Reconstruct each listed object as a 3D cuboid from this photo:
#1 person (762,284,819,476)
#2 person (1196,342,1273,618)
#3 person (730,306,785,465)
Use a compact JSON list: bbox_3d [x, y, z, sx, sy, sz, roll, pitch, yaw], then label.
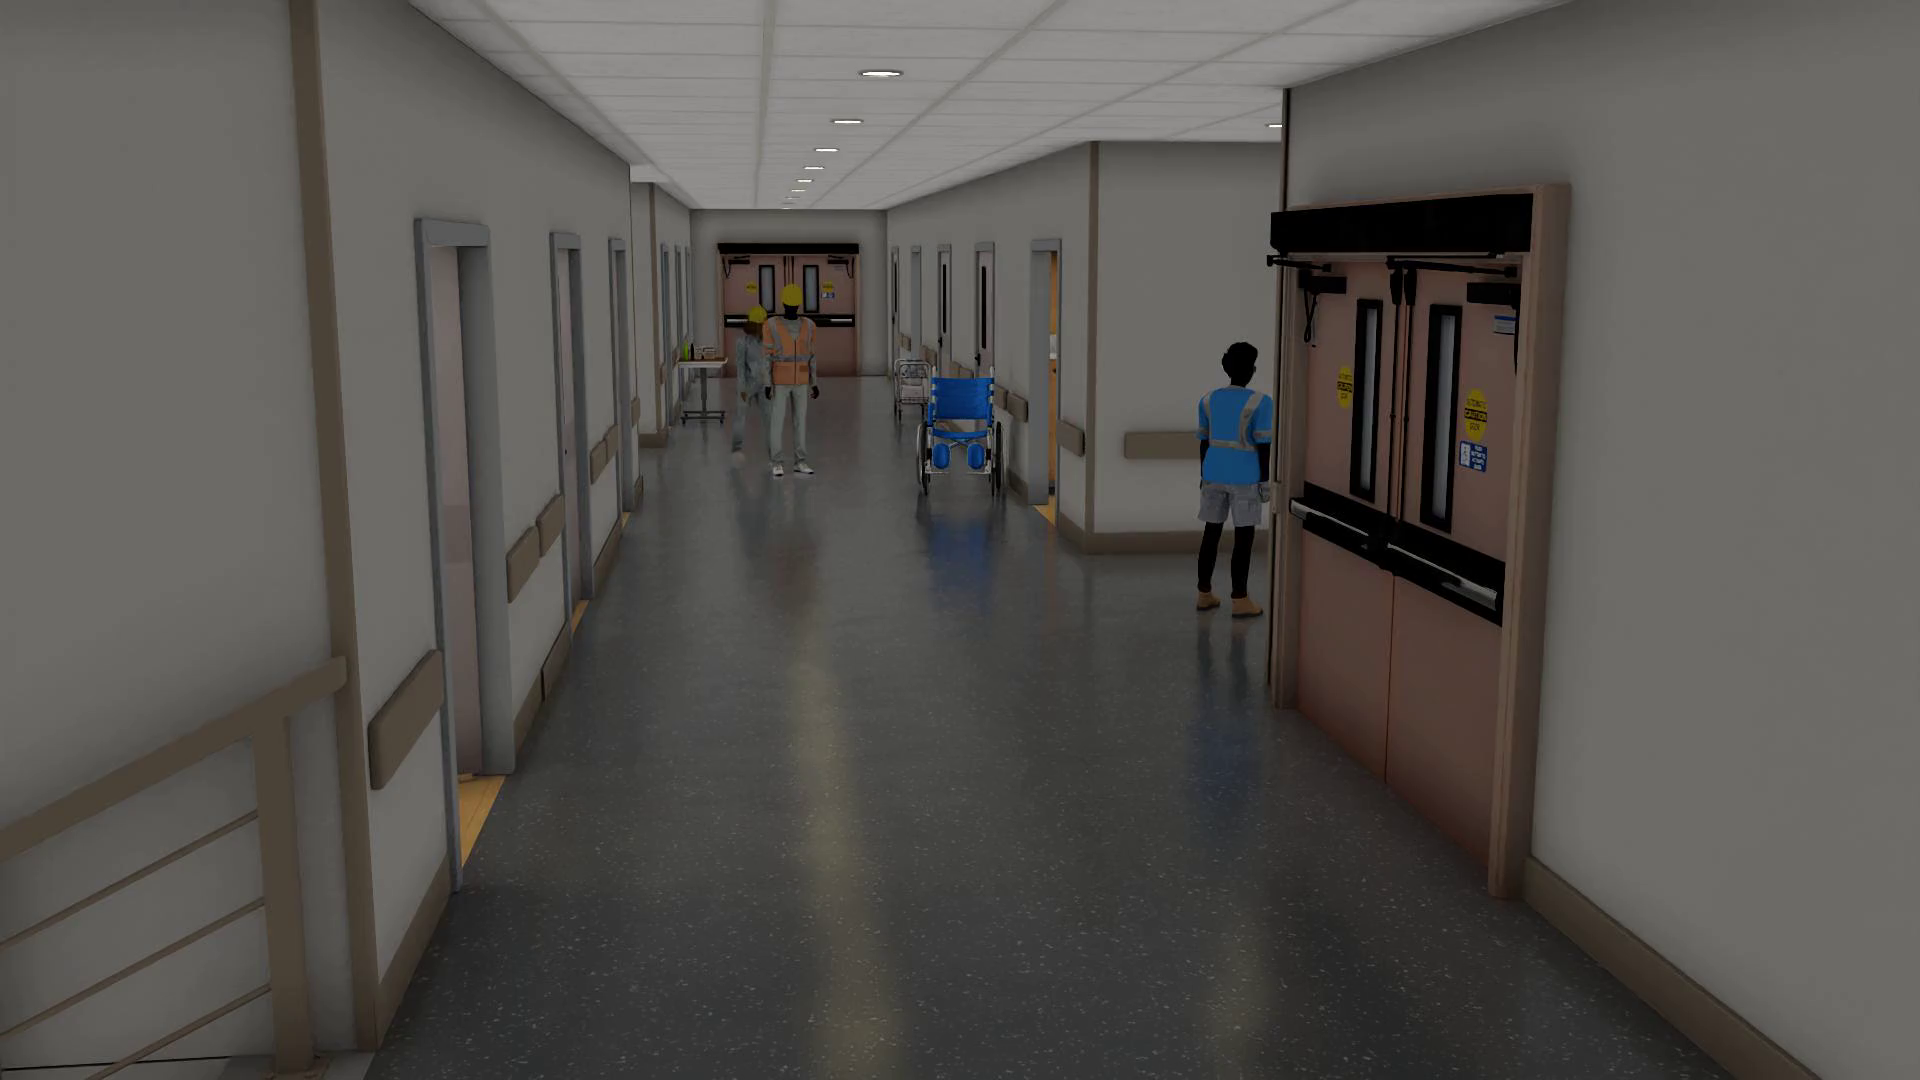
[{"bbox_3d":[-1.697,-1.607,16.752,0.585,1.917,0.381,-5,11,-26],"label":"person"},{"bbox_3d":[1.683,-0.372,10.251,0.324,1.690,0.546,-9,13,-42],"label":"person"},{"bbox_3d":[-2.176,-1.638,17.607,0.491,1.678,0.896,-7,12,-36],"label":"person"}]
